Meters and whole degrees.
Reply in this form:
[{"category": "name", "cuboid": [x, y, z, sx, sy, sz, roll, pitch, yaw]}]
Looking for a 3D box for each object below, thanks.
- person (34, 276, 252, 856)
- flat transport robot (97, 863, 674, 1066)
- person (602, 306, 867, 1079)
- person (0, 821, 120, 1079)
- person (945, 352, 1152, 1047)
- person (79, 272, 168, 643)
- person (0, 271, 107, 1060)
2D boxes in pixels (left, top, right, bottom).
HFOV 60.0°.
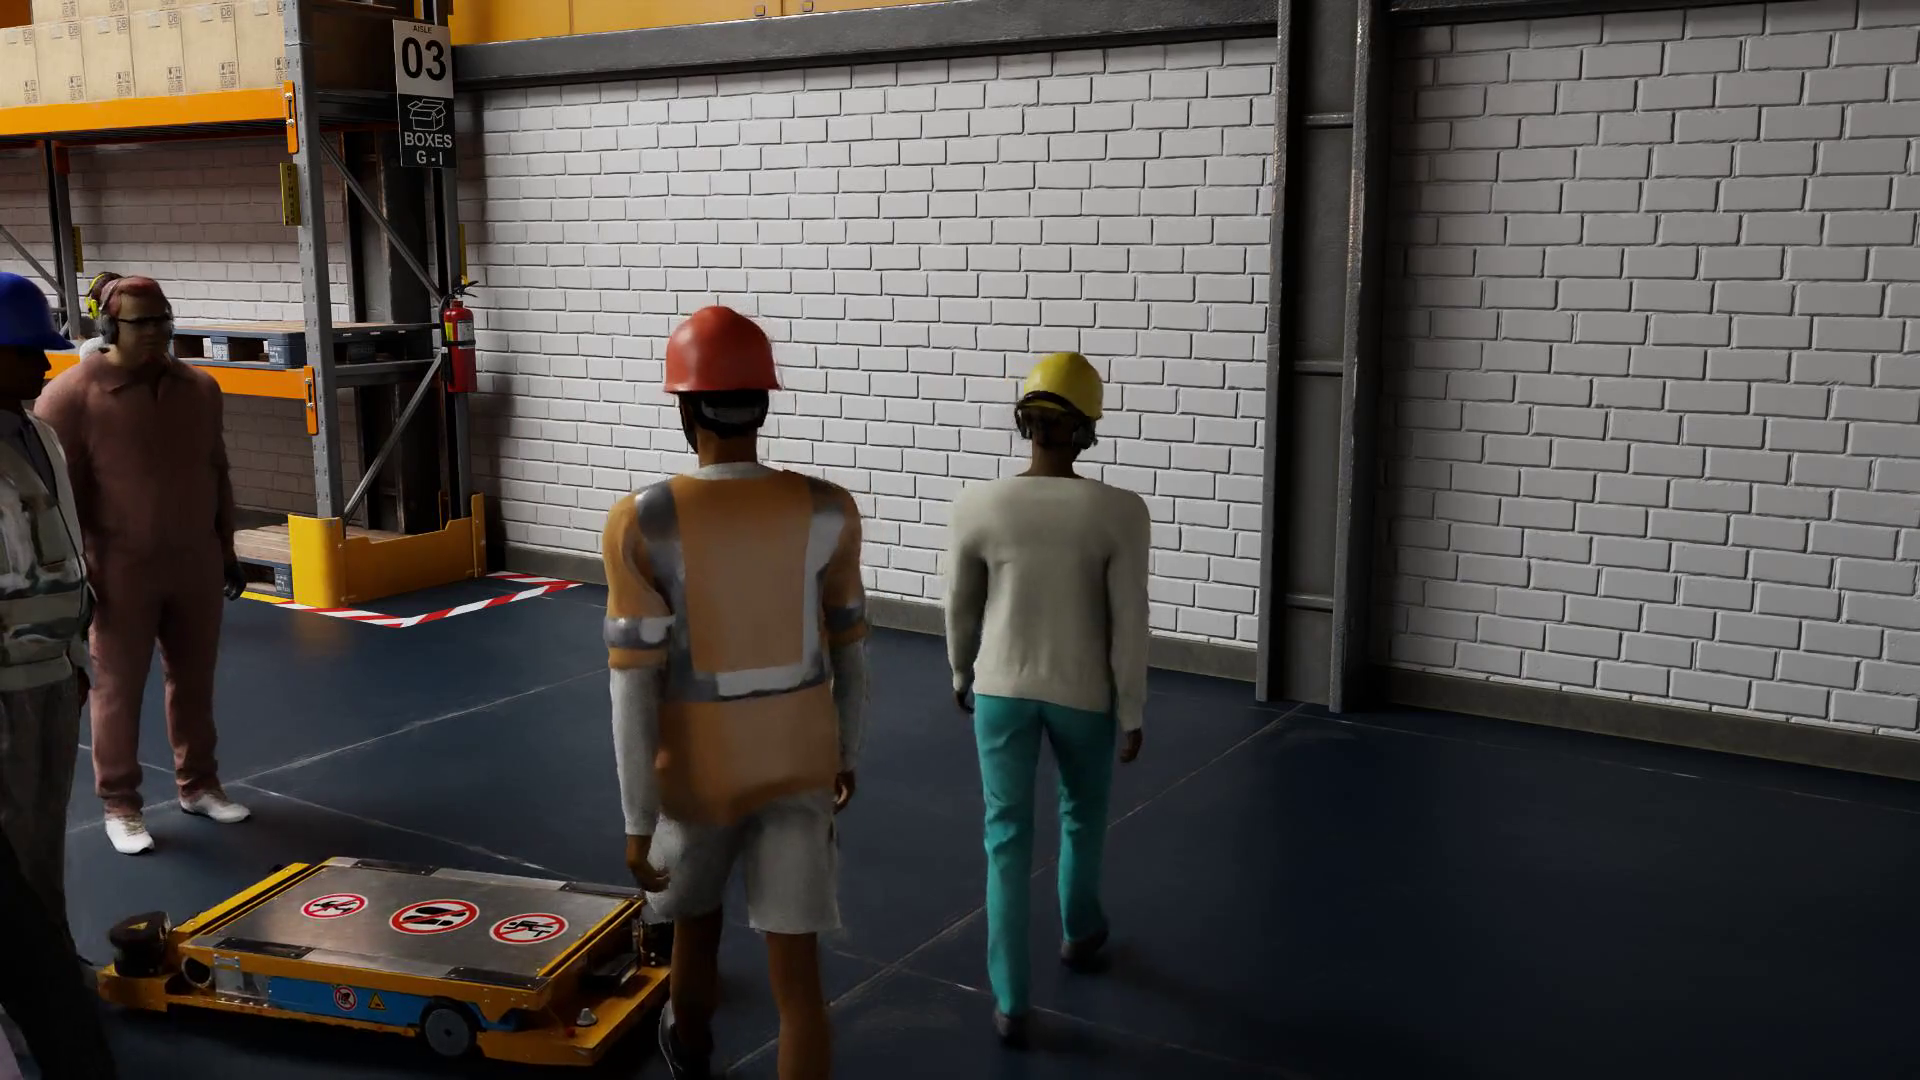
[{"category": "person", "cuboid": [-2.697, 0.077, 5.581, 0.403, 1.904, 0.651, 7, 12, 32]}, {"category": "flat transport robot", "cuboid": [-1.485, 1.095, 4.467, 1.431, 0.197, 0.652, 3, 11, 15]}, {"category": "person", "cuboid": [-0.464, 0.459, 3.519, 0.566, 1.876, 1.006, -3, 11, -17]}, {"category": "person", "cuboid": [-1.292, 0.773, 1.858, 0.694, 1.855, 0.629, 3, 11, 14]}, {"category": "person", "cuboid": [0.231, 0.382, 4.349, 0.547, 1.740, 0.731, 2, 10, 9]}, {"category": "person", "cuboid": [-4.168, -0.403, 8.354, 0.330, 1.866, 0.512, 4, 11, 21]}, {"category": "person", "cuboid": [-2.362, 0.309, 4.179, 0.404, 1.943, 0.616, -1, 10, -7]}]
